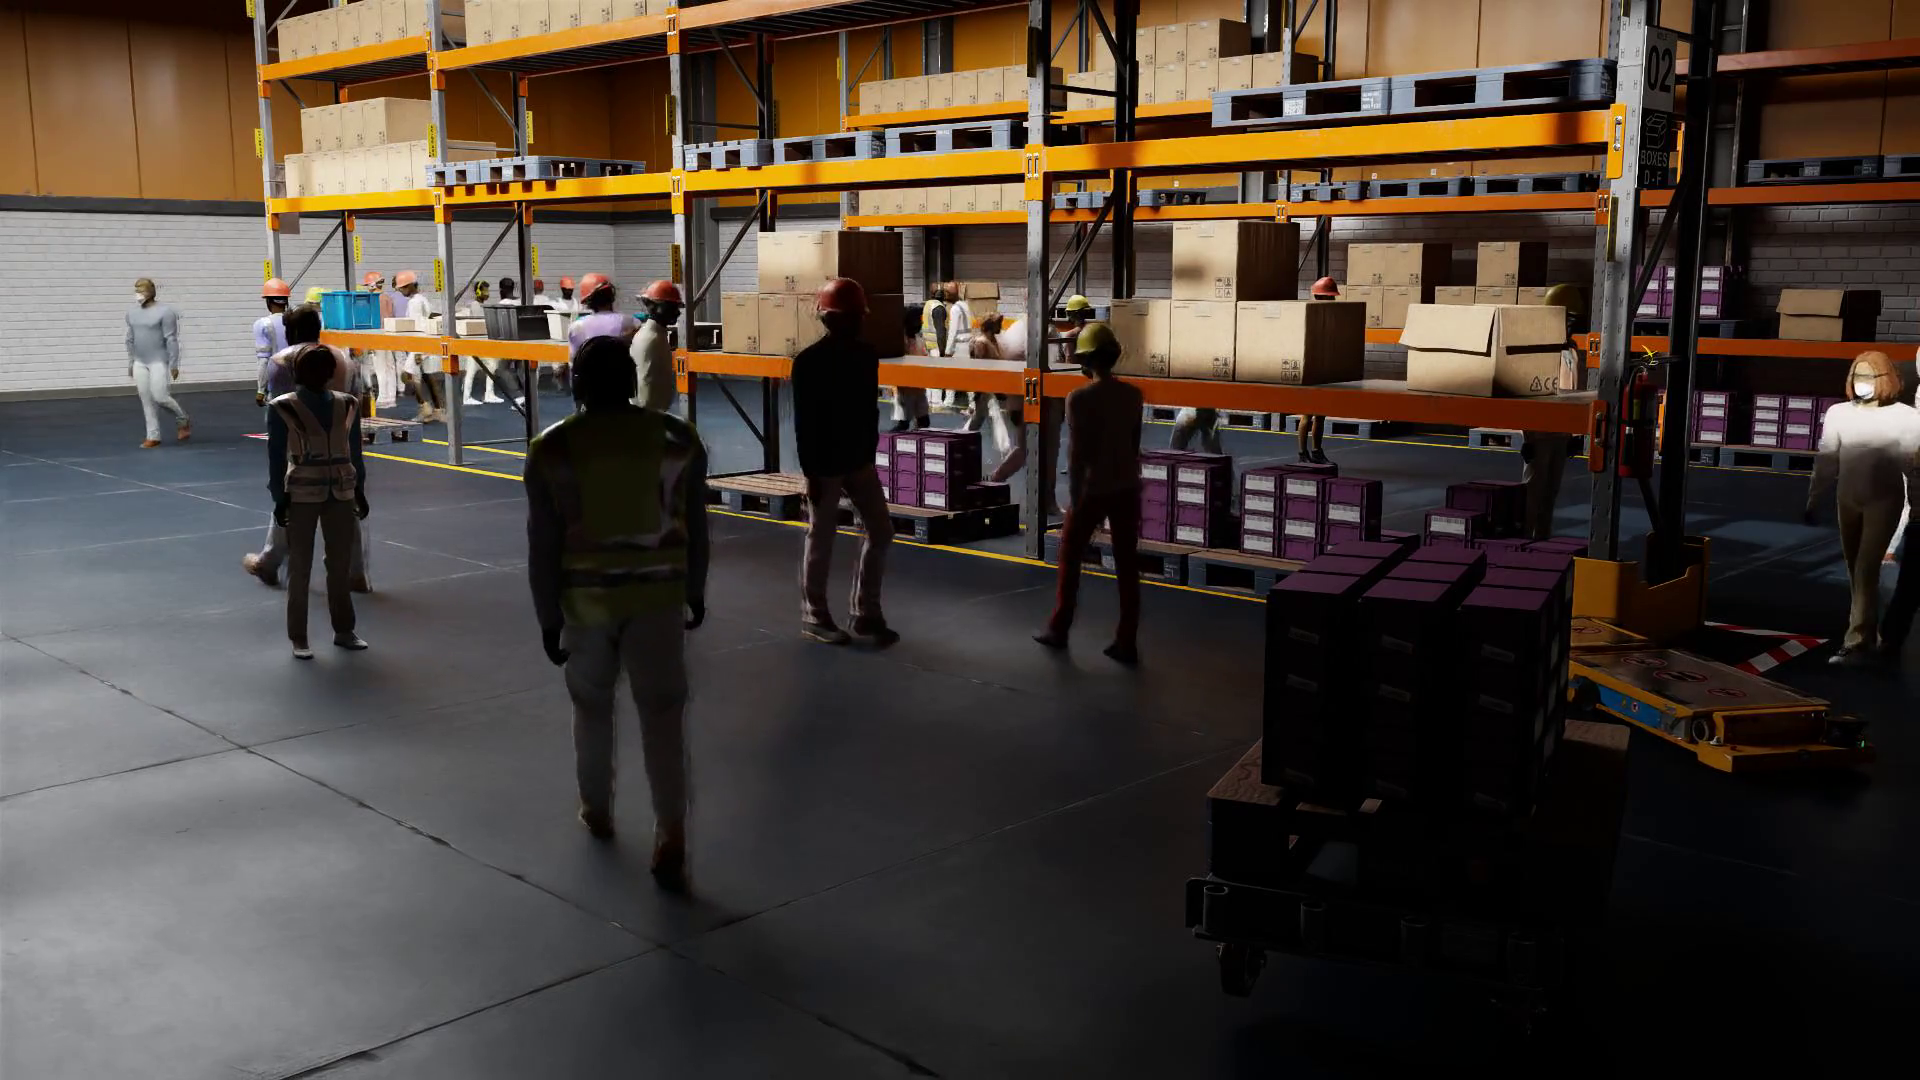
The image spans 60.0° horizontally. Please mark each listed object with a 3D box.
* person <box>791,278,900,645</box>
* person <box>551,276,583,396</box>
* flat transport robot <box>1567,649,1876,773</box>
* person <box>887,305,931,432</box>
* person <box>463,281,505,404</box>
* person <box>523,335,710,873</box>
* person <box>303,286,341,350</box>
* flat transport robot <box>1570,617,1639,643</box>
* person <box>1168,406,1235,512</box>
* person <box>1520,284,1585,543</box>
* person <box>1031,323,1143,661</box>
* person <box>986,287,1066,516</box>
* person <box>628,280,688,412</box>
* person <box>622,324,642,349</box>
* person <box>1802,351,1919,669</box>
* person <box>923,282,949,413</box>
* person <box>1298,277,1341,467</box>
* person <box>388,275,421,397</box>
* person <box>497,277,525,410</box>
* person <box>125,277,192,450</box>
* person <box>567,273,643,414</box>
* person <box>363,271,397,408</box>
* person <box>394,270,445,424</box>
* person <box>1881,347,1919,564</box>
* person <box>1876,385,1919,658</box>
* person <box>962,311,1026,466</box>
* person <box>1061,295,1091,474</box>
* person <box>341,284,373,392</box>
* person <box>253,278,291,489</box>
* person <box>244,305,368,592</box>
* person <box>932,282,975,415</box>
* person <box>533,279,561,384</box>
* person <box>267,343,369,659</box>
[{"bbox_3d":[-0.590,-0.394,8.826,0.682,1.968,0.660,9,13,43],"label":"person"},{"bbox_3d":[-6.289,-3.258,26.572,0.548,1.916,0.693,-9,13,-43],"label":"person"},{"bbox_3d":[3.214,0.708,7.283,0.652,0.197,1.431,-2,9,-11],"label":"flat transport robot"},{"bbox_3d":[-0.524,-1.461,16.287,0.730,1.676,0.545,5,11,28],"label":"person"},{"bbox_3d":[-7.114,-2.927,24.798,0.731,1.834,0.540,0,9,2],"label":"person"},{"bbox_3d":[-1.144,0.209,5.660,0.623,1.808,0.897,-3,10,-16],"label":"person"},{"bbox_3d":[-8.014,-2.281,20.918,0.430,1.804,0.640,-4,10,-24],"label":"person"},{"bbox_3d":[2.748,0.553,8.231,1.431,0.197,0.652,-2,9,-11],"label":"flat transport robot"},{"bbox_3d":[1.937,-1.082,13.895,0.914,1.687,0.507,7,11,36],"label":"person"},{"bbox_3d":[3.892,-0.714,10.947,0.594,1.922,0.384,-8,12,-41],"label":"person"},{"bbox_3d":[0.705,-0.259,8.720,0.540,1.734,0.773,-6,11,-31],"label":"person"},{"bbox_3d":[0.580,-1.135,13.676,0.646,1.888,0.649,9,13,43],"label":"person"},{"bbox_3d":[-2.327,-0.867,11.847,0.810,1.942,0.719,0,9,-2],"label":"person"},{"bbox_3d":[-2.727,-0.926,13.176,0.569,1.611,0.520,-6,11,-32],"label":"person"},{"bbox_3d":[4.540,-0.145,8.427,0.759,1.604,0.502,-5,11,-30],"label":"person"},{"bbox_3d":[-0.302,-2.701,23.382,0.429,1.841,0.633,-3,10,-16],"label":"person"},{"bbox_3d":[3.633,-1.665,16.734,0.542,1.939,0.365,-8,12,-41],"label":"person"},{"bbox_3d":[-8.832,-3.235,26.360,0.629,1.939,0.372,-8,12,-40],"label":"person"},{"bbox_3d":[-6.347,-2.774,23.667,0.448,1.903,0.582,5,11,30],"label":"person"},{"bbox_3d":[-9.048,-1.986,18.735,0.635,1.927,0.552,3,10,17],"label":"person"},{"bbox_3d":[-2.756,-1.100,13.098,0.652,1.993,0.527,0,9,-1],"label":"person"},{"bbox_3d":[-8.443,-2.904,24.186,0.389,1.986,0.608,1,9,7],"label":"person"},{"bbox_3d":[-6.975,-2.470,21.480,0.580,1.996,0.757,-2,9,-9],"label":"person"},{"bbox_3d":[6.584,-0.712,11.082,0.635,1.897,1.032,-3,10,-19],"label":"person"},{"bbox_3d":[4.961,-0.207,8.308,0.542,1.778,0.934,-1,9,-8],"label":"person"},{"bbox_3d":[0.257,-1.543,17.028,0.861,1.592,0.523,3,10,16],"label":"person"},{"bbox_3d":[1.167,-1.526,16.406,0.329,1.767,0.528,6,11,34],"label":"person"},{"bbox_3d":[-9.291,-3.049,25.609,0.428,1.817,0.594,8,12,40],"label":"person"},{"bbox_3d":[-6.220,-1.425,15.263,0.375,1.935,0.550,7,11,35],"label":"person"},{"bbox_3d":[-4.130,-0.573,10.478,0.954,1.792,0.655,6,11,33],"label":"person"},{"bbox_3d":[-0.086,-2.634,22.959,0.839,1.843,0.655,2,9,12],"label":"person"},{"bbox_3d":[-7.324,-3.645,29.148,0.577,1.858,0.857,-8,12,-41],"label":"person"},{"bbox_3d":[-3.355,-0.207,8.717,0.309,1.636,0.522,9,13,42],"label":"person"}]
